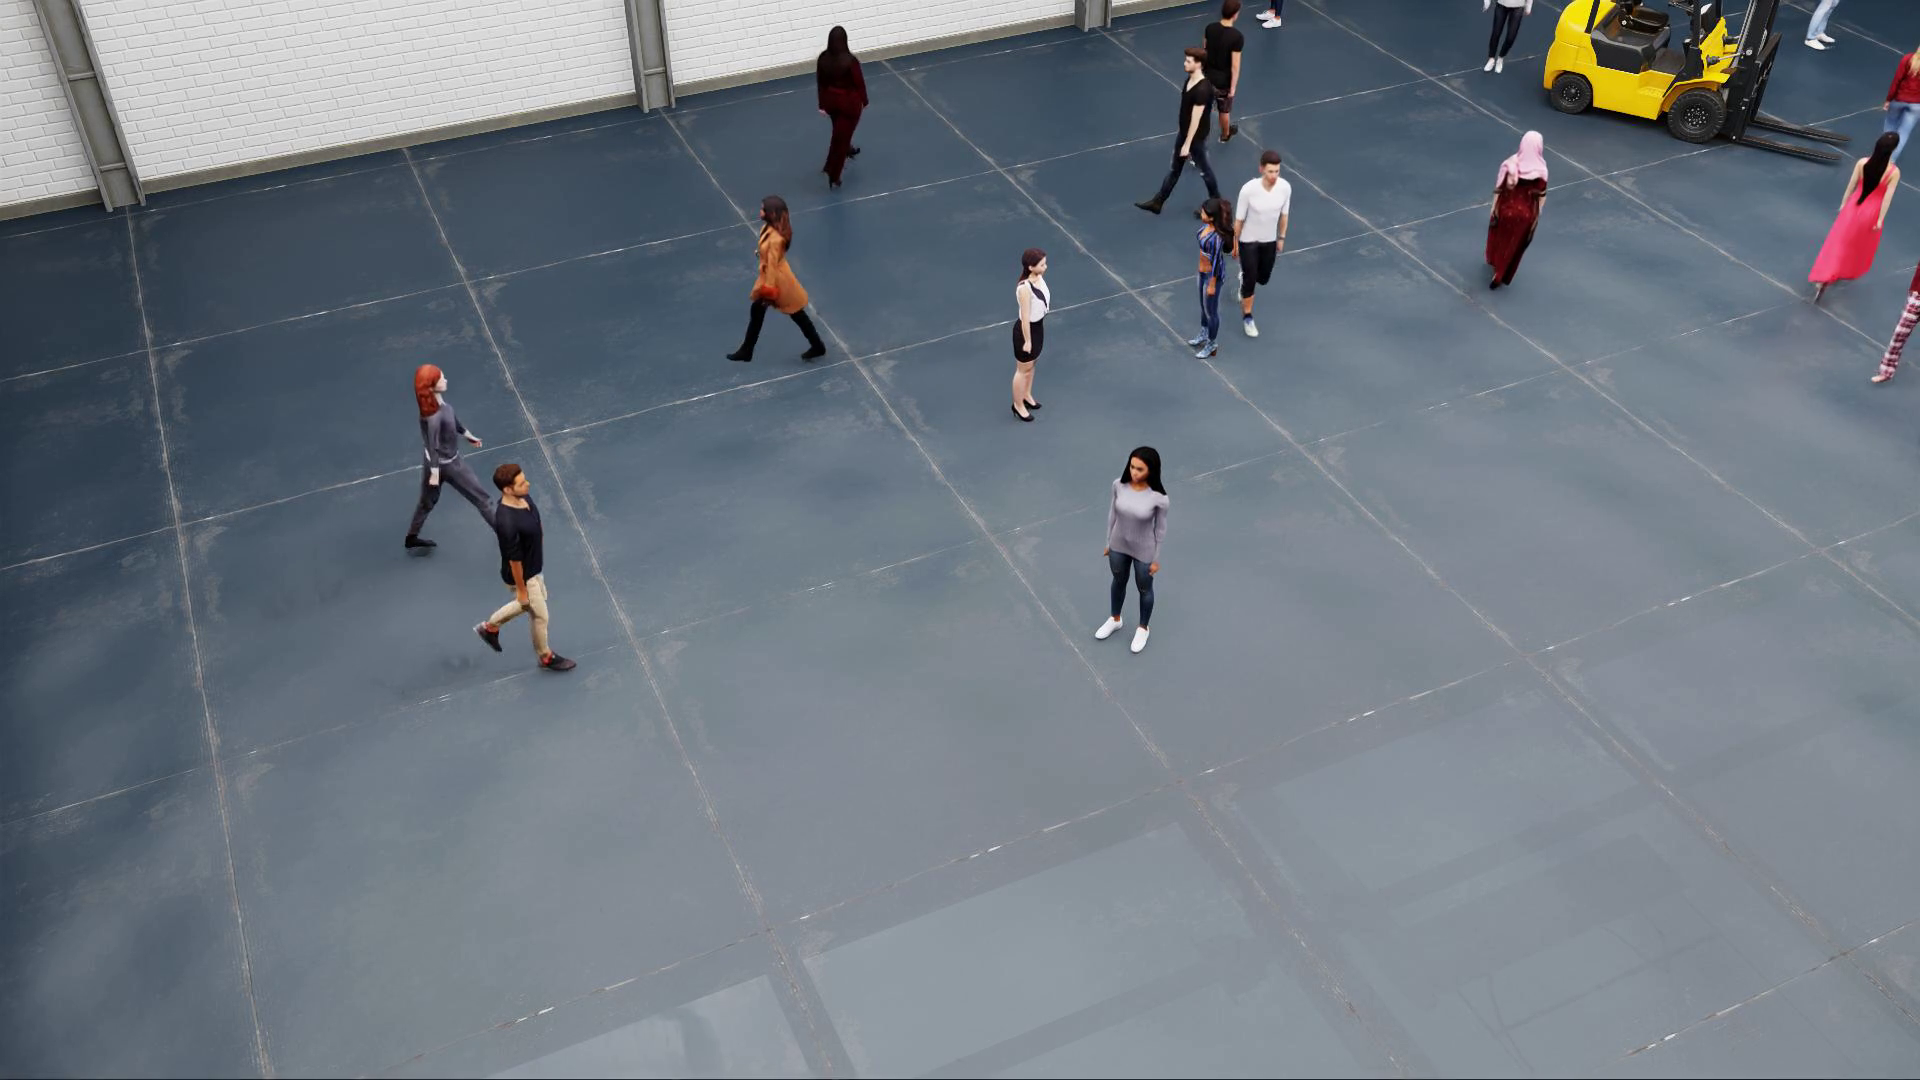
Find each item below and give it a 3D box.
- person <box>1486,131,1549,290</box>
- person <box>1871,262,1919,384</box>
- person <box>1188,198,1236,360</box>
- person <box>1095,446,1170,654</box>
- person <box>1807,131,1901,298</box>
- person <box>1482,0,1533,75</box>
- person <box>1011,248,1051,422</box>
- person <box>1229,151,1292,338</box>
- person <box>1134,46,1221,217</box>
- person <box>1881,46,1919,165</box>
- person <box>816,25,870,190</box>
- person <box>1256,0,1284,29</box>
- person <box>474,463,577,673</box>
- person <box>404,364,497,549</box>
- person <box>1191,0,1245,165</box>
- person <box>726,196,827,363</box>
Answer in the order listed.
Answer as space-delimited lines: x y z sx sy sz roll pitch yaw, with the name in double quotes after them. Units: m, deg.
5.409 -3.187 16.244 0.902 1.613 0.997 19 42 22 "person"
8.766 -2.161 14.915 0.998 1.669 0.675 -20 43 -23 "person"
2.299 -2.420 15.280 0.651 1.618 0.675 -5 39 -6 "person"
1.278 0.045 12.099 0.688 1.736 0.707 21 43 24 "person"
8.671 -3.106 16.082 0.842 1.689 1.099 30 48 32 "person"
6.777 -6.575 20.431 0.827 1.683 0.882 16 41 19 "person"
0.602 -1.799 14.478 0.686 1.649 0.629 12 40 15 "person"
2.776 -2.862 15.664 0.983 1.830 0.902 -6 39 -7 "person"
2.525 -4.199 17.322 1.264 1.850 0.901 -7 39 -9 "person"
10.354 -4.740 18.198 0.898 1.602 1.056 24 45 27 "person"
-1.322 -4.633 17.976 1.067 1.712 1.230 20 43 23 "person"
4.150 -7.578 21.613 0.632 1.775 0.654 -2 39 -3 "person"
-3.187 0.222 11.799 1.070 1.834 0.900 0 39 0 "person"
-4.086 -0.579 12.895 1.191 1.718 0.632 -13 40 -16 "person"
2.793 -5.037 18.412 1.130 1.799 1.336 20 43 23 "person"
-1.560 -2.303 15.097 1.243 1.664 0.921 -6 39 -8 "person"
